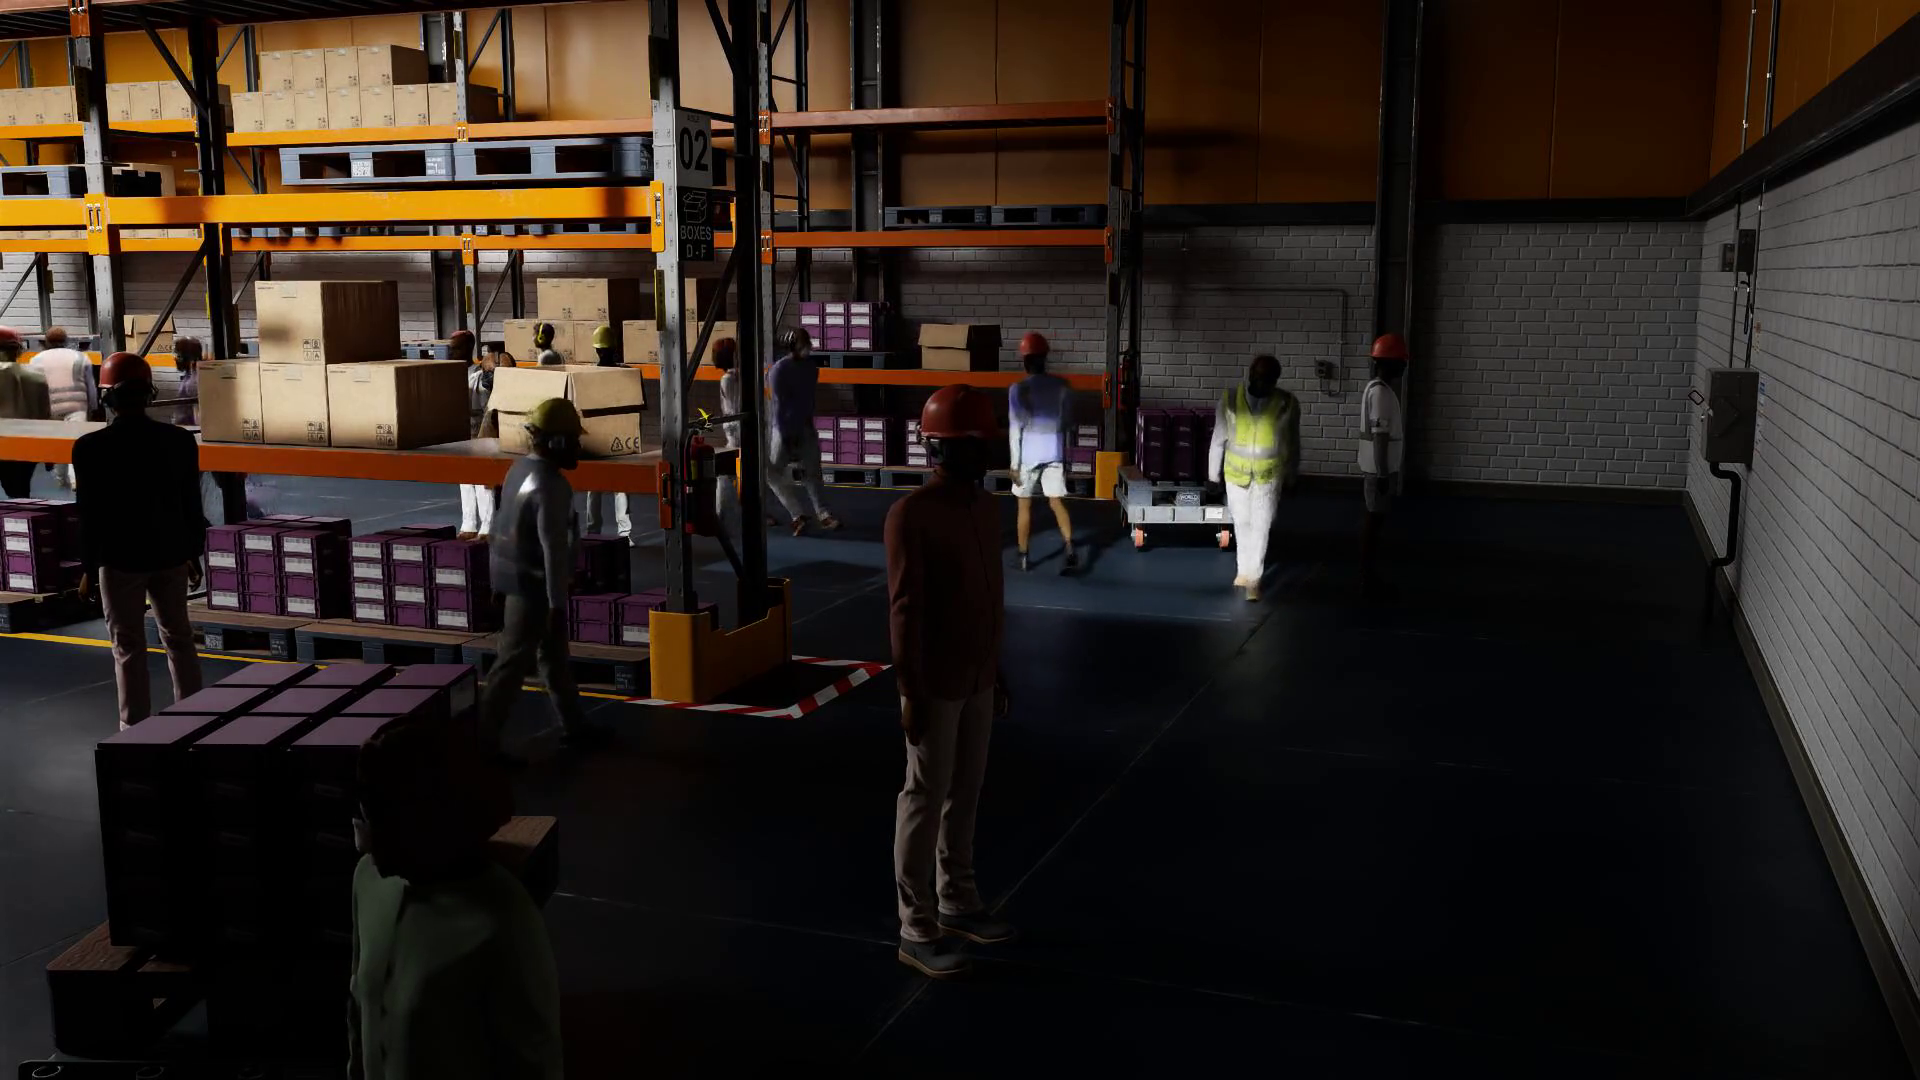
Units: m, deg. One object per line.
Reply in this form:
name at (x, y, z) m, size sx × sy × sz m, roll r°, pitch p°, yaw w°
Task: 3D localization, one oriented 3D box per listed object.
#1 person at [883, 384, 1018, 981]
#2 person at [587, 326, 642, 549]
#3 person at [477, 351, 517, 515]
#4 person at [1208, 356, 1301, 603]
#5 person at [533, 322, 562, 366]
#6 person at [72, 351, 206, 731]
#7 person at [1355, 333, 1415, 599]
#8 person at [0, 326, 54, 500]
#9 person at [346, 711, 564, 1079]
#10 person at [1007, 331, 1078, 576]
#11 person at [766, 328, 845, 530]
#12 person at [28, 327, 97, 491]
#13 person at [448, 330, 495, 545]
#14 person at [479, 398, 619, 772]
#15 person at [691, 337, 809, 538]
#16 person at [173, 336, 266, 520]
person at (-0.018, 0.465, 5.677) m, size 0.378 × 1.995 × 0.609 m, roll 6°, pitch 11°, yaw 31°
person at (-3.013, -0.870, 14.277) m, size 0.594 × 1.925 × 0.376 m, roll -3°, pitch 10°, yaw -20°
person at (-3.147, -0.389, 11.556) m, size 0.429 × 1.836 × 0.626 m, roll -2°, pitch 9°, yaw -11°
person at (2.169, -0.472, 12.274) m, size 0.635 × 1.780 × 1.003 m, roll 3°, pitch 10°, yaw 18°
person at (-4.476, -1.417, 17.943) m, size 0.390 × 1.852 × 0.548 m, roll 1°, pitch 9°, yaw 7°
person at (-3.942, 0.094, 8.007) m, size 0.385 × 1.993 × 0.623 m, roll 6°, pitch 11°, yaw 35°
person at (3.108, -0.541, 12.180) m, size 0.366 × 1.935 × 0.552 m, roll 2°, pitch 9°, yaw 11°
person at (-7.724, -0.752, 13.466) m, size 0.999 × 1.937 × 0.623 m, roll 5°, pitch 10°, yaw 29°
person at (-0.887, 1.090, 2.891) m, size 0.500 × 1.632 × 0.286 m, roll 7°, pitch 11°, yaw 36°
person at (0.642, -0.665, 13.058) m, size 0.569 × 1.941 × 0.668 m, roll -3°, pitch 10°, yaw -20°
person at (-1.555, -1.024, 15.429) m, size 1.038 × 1.880 × 0.653 m, roll 8°, pitch 12°, yaw 41°
person at (-9.834, -1.434, 18.270) m, size 0.626 × 1.797 × 0.975 m, roll -4°, pitch 10°, yaw -22°
person at (-4.257, -0.875, 14.438) m, size 0.584 × 1.883 × 0.339 m, roll 8°, pitch 12°, yaw 41°
person at (-2.043, 0.214, 8.007) m, size 0.785 × 1.776 × 0.613 m, roll -5°, pitch 10°, yaw -27°
person at (-1.854, -0.902, 14.864) m, size 1.051 × 1.823 × 0.621 m, roll 2°, pitch 9°, yaw 15°
person at (-6.412, -0.819, 14.204) m, size 1.009 × 1.852 × 0.657 m, roll -1°, pitch 9°, yaw -5°
